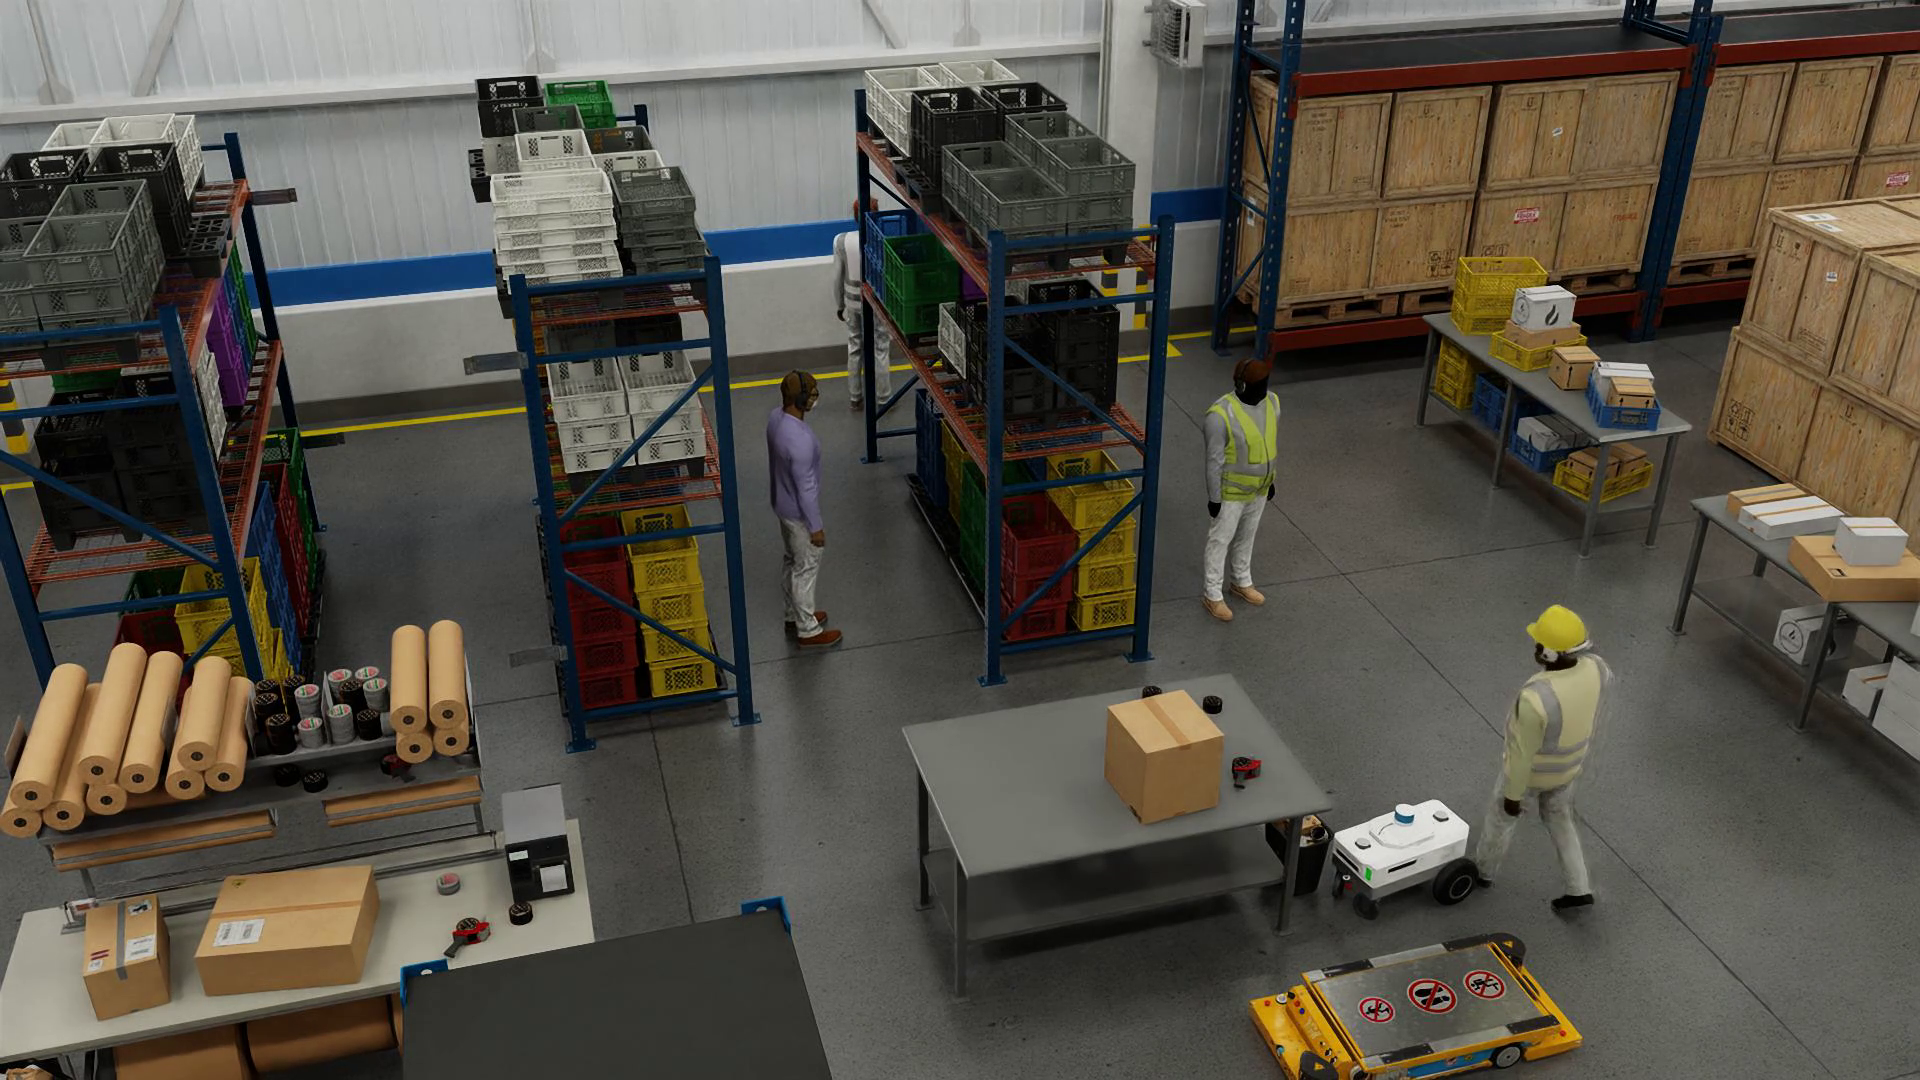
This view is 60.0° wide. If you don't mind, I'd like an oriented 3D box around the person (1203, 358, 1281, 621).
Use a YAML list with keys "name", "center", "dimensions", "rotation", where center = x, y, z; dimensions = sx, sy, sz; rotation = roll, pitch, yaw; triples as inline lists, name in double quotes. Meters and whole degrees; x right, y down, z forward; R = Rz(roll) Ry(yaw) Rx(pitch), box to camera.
- name: "person"
  center: [1.895, -0.357, 11.164]
  dimensions: [0.626, 1.844, 0.429]
  rotation: [-21, 35, -33]

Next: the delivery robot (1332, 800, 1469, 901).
- name: "delivery robot"
  center: [2.326, 1.619, 8.801]
  dimensions: [0.707, 0.478, 0.477]
  rotation: [-13, 31, -23]

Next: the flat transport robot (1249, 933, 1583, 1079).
- name: "flat transport robot"
  center: [2.184, 2.282, 7.980]
  dimensions: [1.431, 0.197, 0.652]
  rotation: [-8, 30, -14]

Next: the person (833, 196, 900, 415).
- name: "person"
  center: [-0.778, -1.976, 14.068]
  dimensions: [0.581, 1.880, 0.339]
  rotation: [8, 30, 15]

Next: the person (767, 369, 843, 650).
- name: "person"
  center: [-1.026, -0.201, 10.795]
  dimensions: [0.399, 1.931, 0.627]
  rotation: [-10, 30, -18]

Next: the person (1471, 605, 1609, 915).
- name: "person"
  center: [2.988, 1.138, 8.489]
  dimensions: [0.599, 1.834, 0.667]
  rotation: [-16, 32, -26]
